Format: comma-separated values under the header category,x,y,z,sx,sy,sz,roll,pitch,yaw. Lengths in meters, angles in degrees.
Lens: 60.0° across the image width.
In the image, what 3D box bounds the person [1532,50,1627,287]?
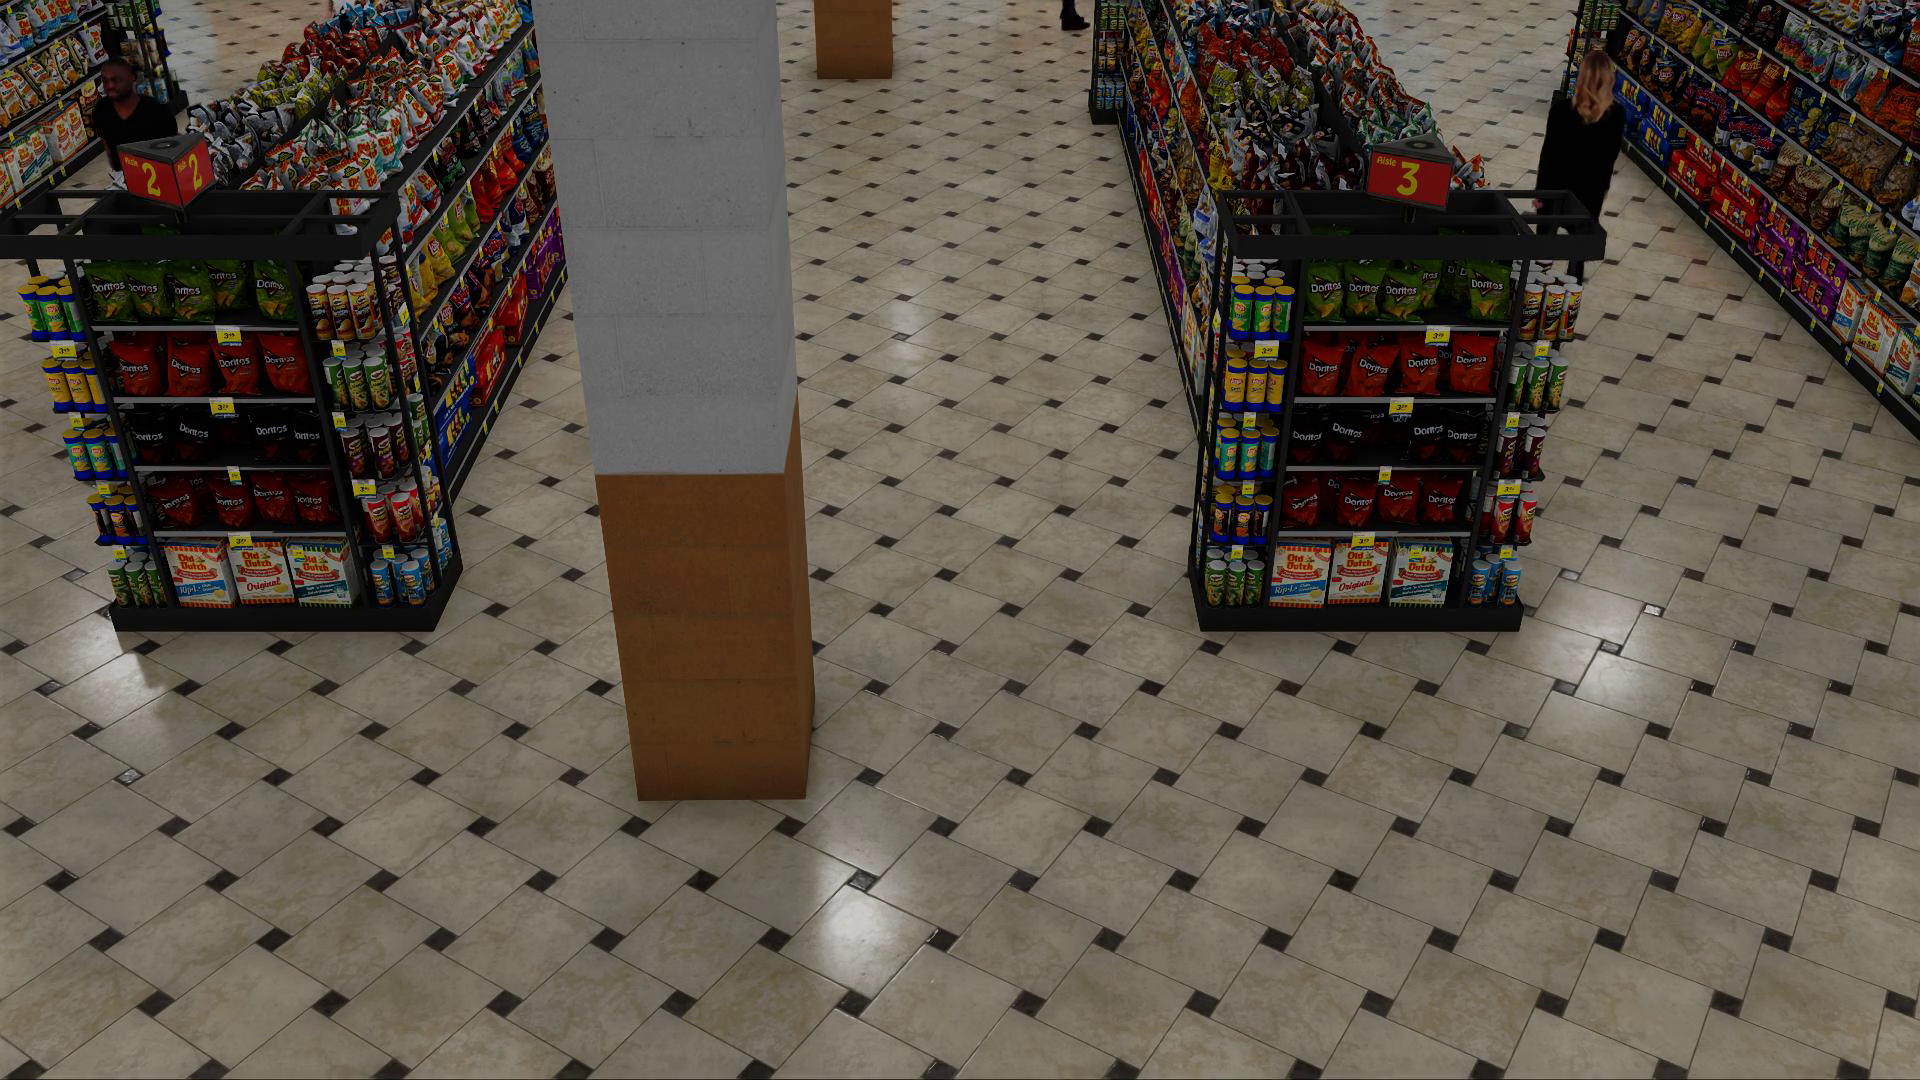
category,x,y,z,sx,sy,sz,roll,pitch,yaw
person,3.798,-2.074,10.295,0.792,1.756,1.251,6,32,10

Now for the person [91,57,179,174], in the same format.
category,x,y,z,sx,sy,sz,roll,pitch,yaw
person,-4.952,-2.112,10.349,0.659,1.764,1.200,0,32,0
